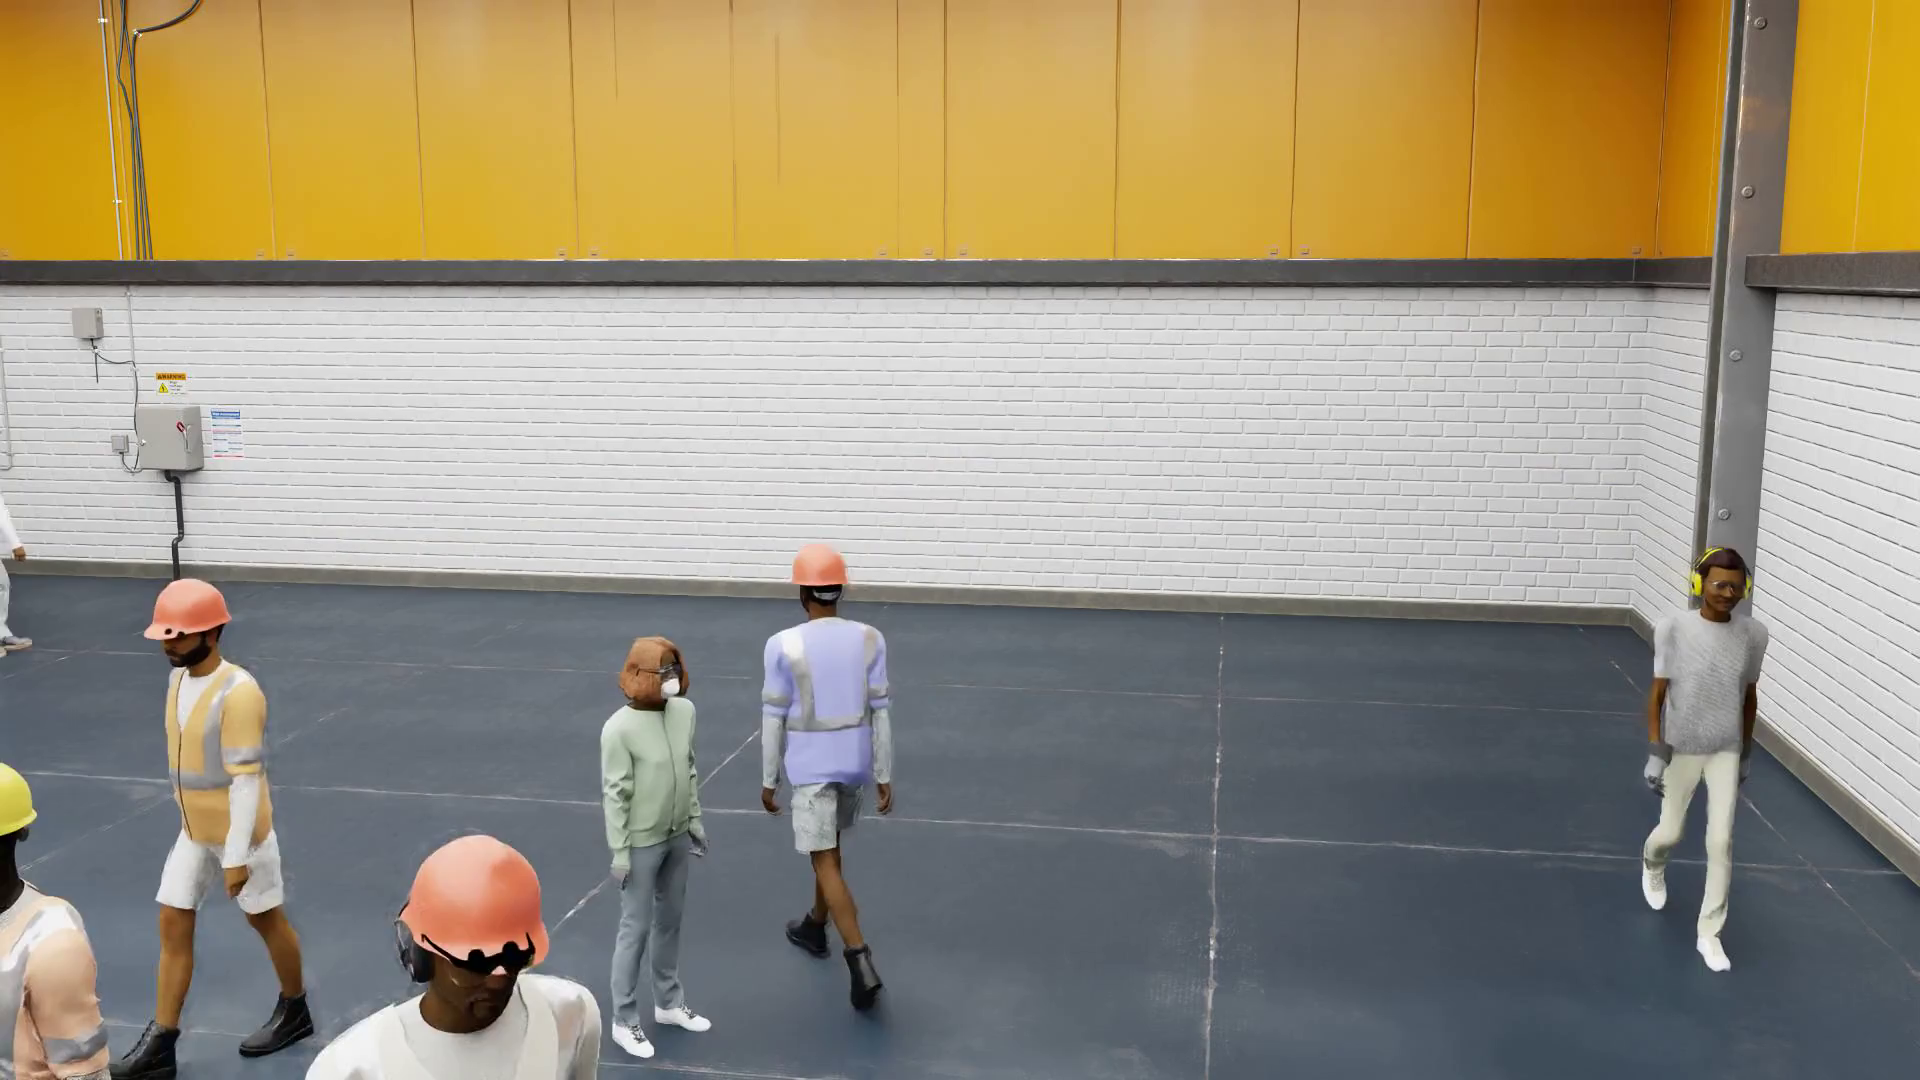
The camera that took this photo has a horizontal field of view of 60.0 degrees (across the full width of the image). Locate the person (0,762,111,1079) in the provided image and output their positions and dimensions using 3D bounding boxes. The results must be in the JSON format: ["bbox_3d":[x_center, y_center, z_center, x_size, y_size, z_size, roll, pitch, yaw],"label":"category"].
[{"bbox_3d":[-2.235,1.444,3.941,0.590,1.927,0.386,7,11,35],"label":"person"}]

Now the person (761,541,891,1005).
[{"bbox_3d":[-0.526,0.961,7.036,0.547,1.897,0.979,-5,11,-30],"label":"person"}]

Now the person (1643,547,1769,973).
[{"bbox_3d":[3.297,0.919,7.453,0.517,1.848,0.749,1,9,9],"label":"person"}]

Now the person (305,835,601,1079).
[{"bbox_3d":[-1.005,1.523,3.333,0.639,1.977,1.109,-6,11,-34],"label":"person"}]

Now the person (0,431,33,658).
[{"bbox_3d":[-7.544,0.009,12.990,0.628,1.860,0.653,8,12,39],"label":"person"}]

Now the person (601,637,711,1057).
[{"bbox_3d":[-1.183,1.179,6.504,0.338,1.637,0.513,5,11,30],"label":"person"}]

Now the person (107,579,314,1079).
[{"bbox_3d":[-2.836,1.091,6.174,0.562,1.899,0.926,6,11,34],"label":"person"}]
